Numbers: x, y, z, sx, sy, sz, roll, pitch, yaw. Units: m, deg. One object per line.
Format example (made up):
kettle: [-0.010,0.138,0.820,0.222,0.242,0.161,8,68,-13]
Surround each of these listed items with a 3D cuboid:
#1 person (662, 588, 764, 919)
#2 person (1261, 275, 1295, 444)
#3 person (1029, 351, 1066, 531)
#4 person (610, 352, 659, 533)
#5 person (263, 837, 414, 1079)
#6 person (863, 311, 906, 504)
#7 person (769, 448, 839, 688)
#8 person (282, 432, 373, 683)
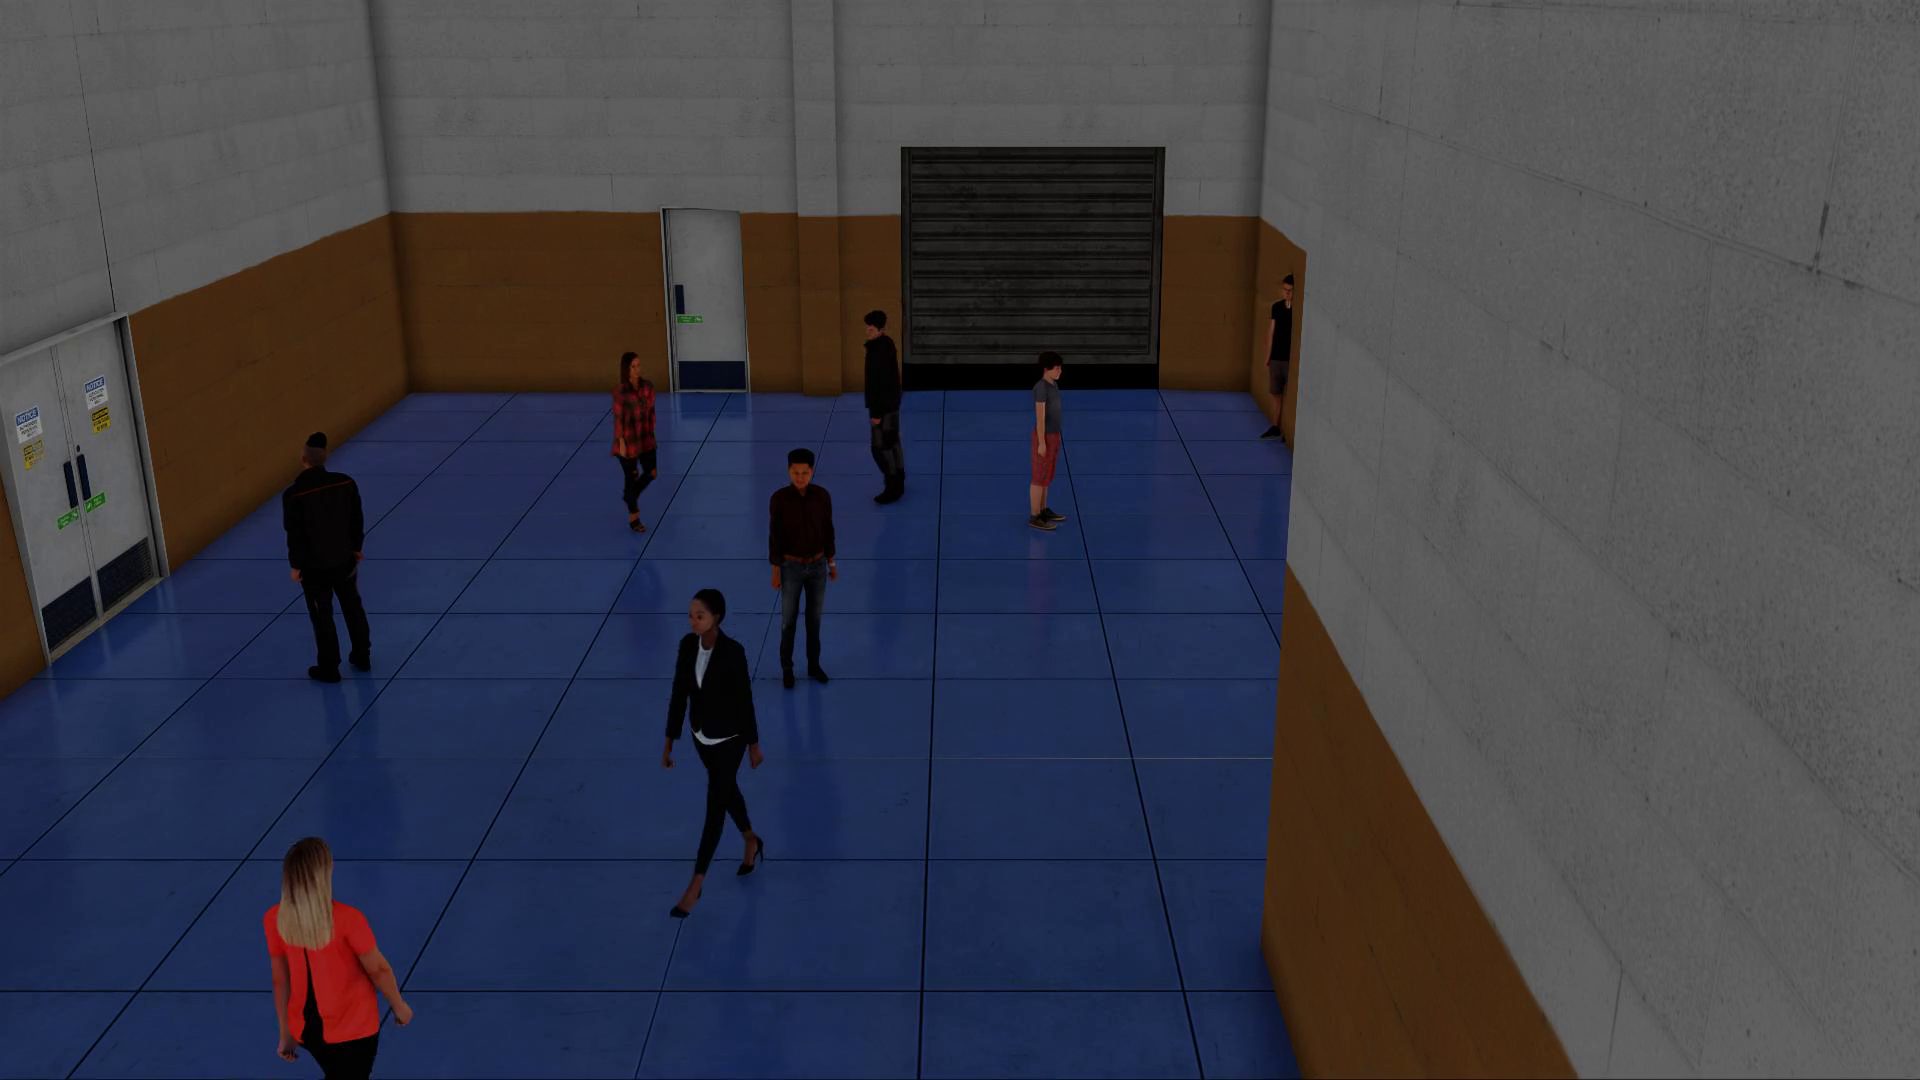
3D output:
person: [-1.268,1.116,9.172,1.130,1.792,1.062,11,22,30]
person: [3.630,-2.009,18.334,0.808,1.859,0.752,-17,25,-41]
person: [0.799,-0.948,15.497,0.634,1.649,0.664,7,20,19]
person: [-3.054,-0.917,15.362,0.801,1.690,0.860,-17,25,-41]
person: [-2.553,2.040,6.660,1.101,1.646,0.849,5,19,13]
person: [-0.691,-1.329,16.239,0.603,1.910,0.906,4,19,12]
person: [-1.136,0.185,11.958,0.602,1.776,0.777,-8,20,-22]
person: [-4.575,0.105,12.030,0.874,1.859,0.844,15,24,38]
